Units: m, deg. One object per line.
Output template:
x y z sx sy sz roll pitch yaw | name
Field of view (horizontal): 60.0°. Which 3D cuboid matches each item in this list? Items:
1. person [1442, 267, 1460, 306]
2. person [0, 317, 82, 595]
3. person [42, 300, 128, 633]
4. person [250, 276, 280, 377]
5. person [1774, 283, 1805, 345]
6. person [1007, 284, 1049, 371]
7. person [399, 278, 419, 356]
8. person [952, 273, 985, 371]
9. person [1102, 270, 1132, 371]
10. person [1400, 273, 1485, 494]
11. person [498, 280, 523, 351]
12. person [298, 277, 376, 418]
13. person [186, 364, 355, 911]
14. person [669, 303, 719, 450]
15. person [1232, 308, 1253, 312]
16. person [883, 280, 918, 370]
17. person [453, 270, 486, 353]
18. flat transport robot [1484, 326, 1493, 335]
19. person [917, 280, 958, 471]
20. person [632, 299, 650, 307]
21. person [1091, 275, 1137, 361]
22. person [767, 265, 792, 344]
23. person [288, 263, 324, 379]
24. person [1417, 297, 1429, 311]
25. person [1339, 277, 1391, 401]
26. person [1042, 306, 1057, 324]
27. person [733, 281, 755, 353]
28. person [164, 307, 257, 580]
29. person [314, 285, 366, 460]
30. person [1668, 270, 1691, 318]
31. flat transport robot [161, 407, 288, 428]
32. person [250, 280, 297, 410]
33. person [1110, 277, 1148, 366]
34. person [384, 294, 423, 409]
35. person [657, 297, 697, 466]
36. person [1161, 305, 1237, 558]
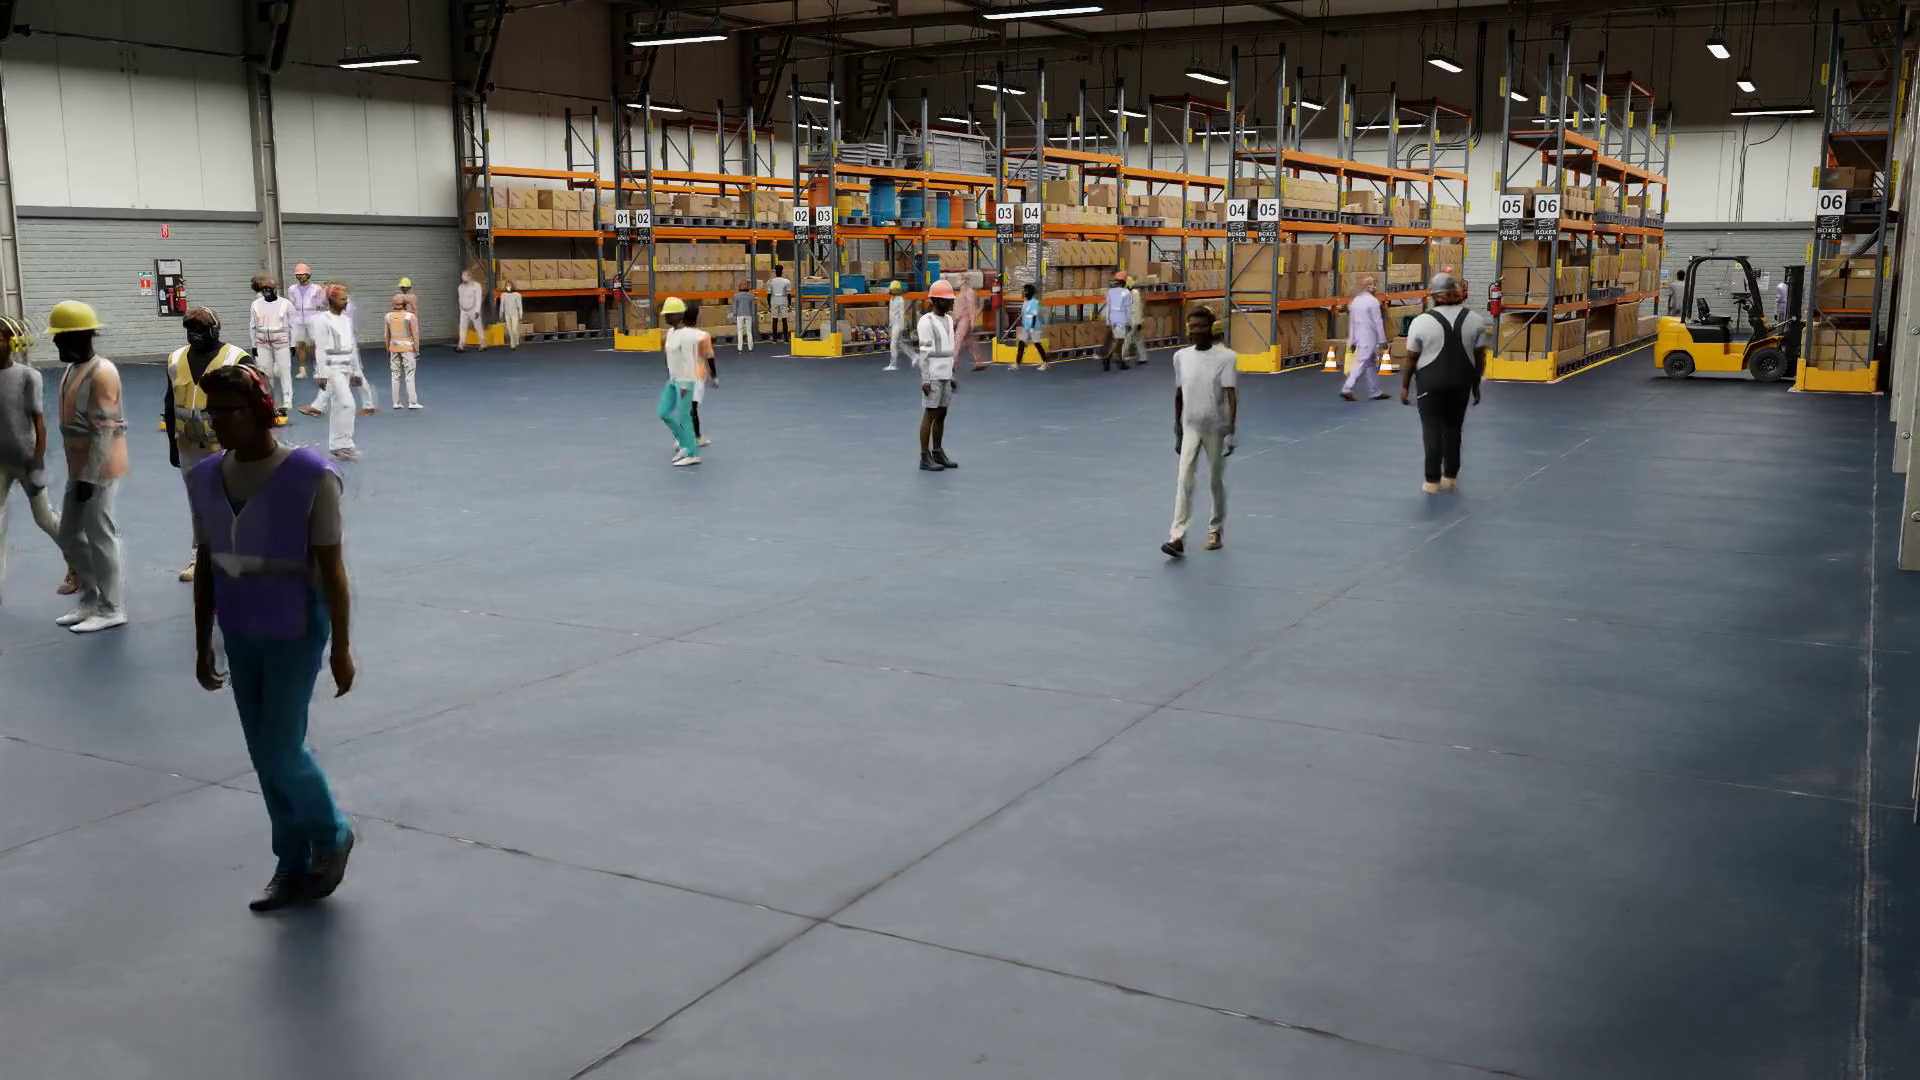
10.614 -4.981 36.301 0.552 1.936 0.358 7 12 35 | person
-5.880 -0.492 10.393 0.528 1.821 1.004 2 10 12 | person
-5.058 -0.421 9.650 0.605 1.922 0.410 9 13 42 | person
-12.633 -3.843 29.987 0.703 1.813 0.654 -4 10 -21 | person
18.400 -5.078 36.937 0.580 1.918 0.399 4 11 24 | person
1.331 -4.010 31.461 0.857 1.652 0.540 -5 11 -27 | person
-11.016 -4.366 33.289 0.558 1.739 0.550 4 11 24 | person
0.053 -4.103 31.413 1.019 1.860 0.661 -3 10 -19 | person
2.972 -4.165 31.613 0.850 1.914 0.554 -9 13 -44 | person
4.414 -1.461 15.392 0.708 2.000 0.703 0 10 -3 | person
-10.248 -5.095 37.904 0.504 1.616 0.518 2 10 13 | person
-8.379 -2.573 22.356 1.018 1.884 0.650 -8 13 -40 | person
-2.279 0.334 5.495 0.591 1.826 0.454 3 10 19 | person
-3.017 -1.816 18.610 0.536 1.654 0.882 4 11 23 | person
5.912 -4.839 35.200 0.606 2.035 0.403 5 11 27 | person
-1.140 -4.120 31.875 0.692 1.723 0.484 -4 10 -22 | person
-11.044 -5.143 37.499 0.648 1.859 0.990 3 10 17 | person
14.563 -5.773 45.813 0.652 0.197 1.431 3 10 19 | flat transport robot
-0.202 -1.674 16.945 0.373 1.934 0.551 6 11 31 | person
-7.810 -5.694 40.780 0.600 1.826 1.006 6 11 30 | person
3.244 -4.595 34.476 0.936 1.804 0.521 3 10 18 | person
-4.496 -5.866 41.402 0.613 1.962 0.362 0 10 -1 | person
-11.550 -3.850 29.372 0.615 2.043 0.373 0 10 -2 | person
12.944 -6.746 46.741 0.715 1.916 0.558 6 11 30 | person
6.124 -3.021 25.047 0.941 1.869 0.645 -2 10 -11 | person
1.891 -5.210 37.687 0.623 1.932 0.367 0 10 0 | person
-4.844 -4.999 37.330 0.493 1.624 0.280 -4 10 -21 | person
-5.015 -0.636 11.143 0.635 1.842 0.429 1 10 4 | person
-6.538 -1.779 17.752 0.621 1.867 0.607 1 10 8 | person
17.380 -5.588 40.169 0.503 1.827 0.932 5 11 27 | person
-9.357 -1.569 21.197 1.431 0.197 0.652 -3 10 -18 | flat transport robot
-9.738 -2.761 23.585 0.633 1.841 0.429 -1 10 -5 | person
3.337 -4.307 32.839 0.888 1.766 0.604 -1 10 -4 | person
-7.932 -2.674 23.678 0.523 1.636 0.310 2 10 12 | person
-2.921 -1.637 17.239 0.387 1.750 0.540 -6 11 -32 | person
1.763 -0.783 12.066 0.541 1.818 0.963 5 11 26 | person
